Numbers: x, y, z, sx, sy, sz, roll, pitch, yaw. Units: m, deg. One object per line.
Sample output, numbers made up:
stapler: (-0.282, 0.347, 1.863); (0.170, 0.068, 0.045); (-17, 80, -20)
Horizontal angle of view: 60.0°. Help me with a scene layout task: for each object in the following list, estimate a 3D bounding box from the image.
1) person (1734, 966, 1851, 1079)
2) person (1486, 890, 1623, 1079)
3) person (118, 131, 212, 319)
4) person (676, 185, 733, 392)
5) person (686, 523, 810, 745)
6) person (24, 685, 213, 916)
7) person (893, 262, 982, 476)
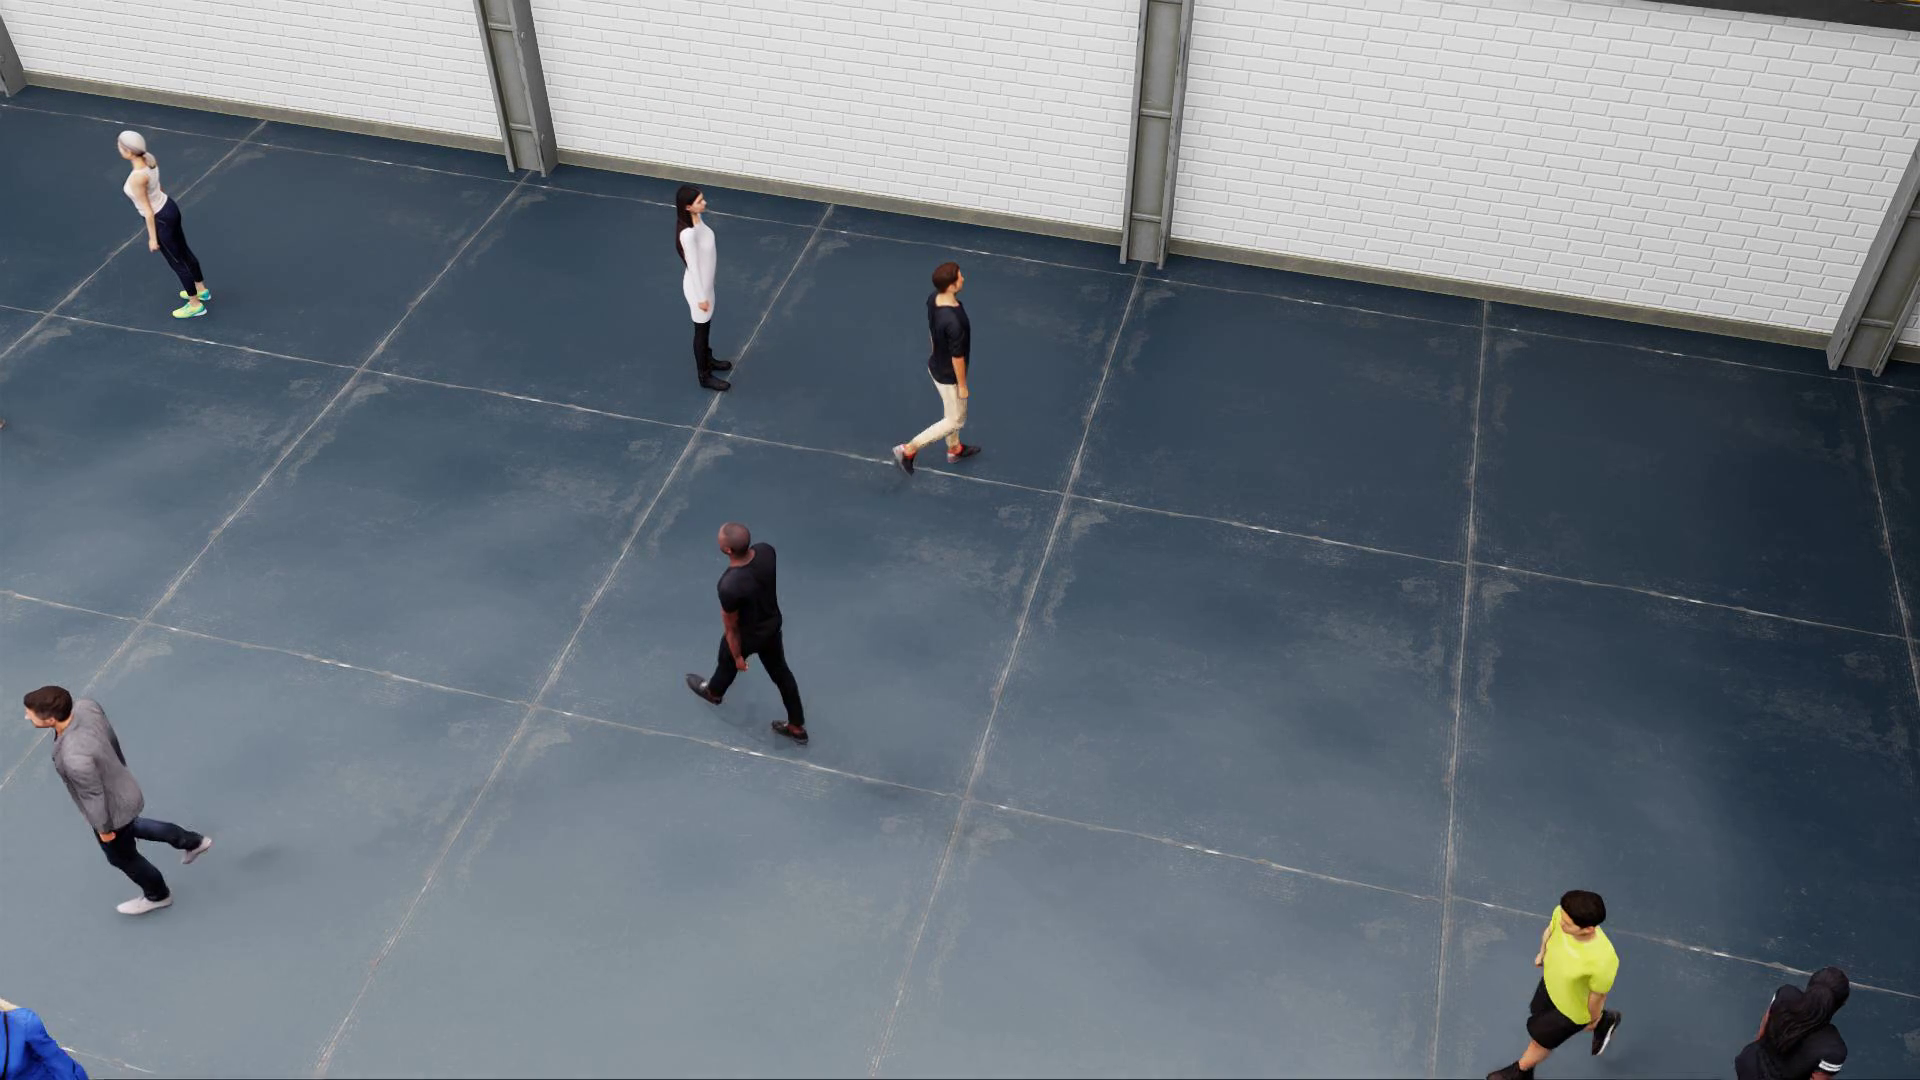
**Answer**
person: (3.961, 2.712, 8.237); (1.044, 1.712, 0.931); (-13, 45, -13)
person: (3.268, 2.329, 8.673); (1.119, 1.666, 0.935); (-10, 44, -10)
person: (-6.635, -2.648, 13.870); (0.645, 1.703, 0.663); (-4, 44, -4)
person: (-2.056, -2.005, 13.119); (0.620, 1.808, 0.663); (-1, 44, -1)
person: (-1.210, 0.617, 10.391); (1.259, 1.775, 0.959); (27, 50, 25)
person: (-4.742, 1.457, 9.450); (1.000, 1.857, 0.921); (-14, 45, -14)
person: (-0.164, -1.216, 12.264); (1.085, 1.845, 0.954); (-14, 45, -14)
